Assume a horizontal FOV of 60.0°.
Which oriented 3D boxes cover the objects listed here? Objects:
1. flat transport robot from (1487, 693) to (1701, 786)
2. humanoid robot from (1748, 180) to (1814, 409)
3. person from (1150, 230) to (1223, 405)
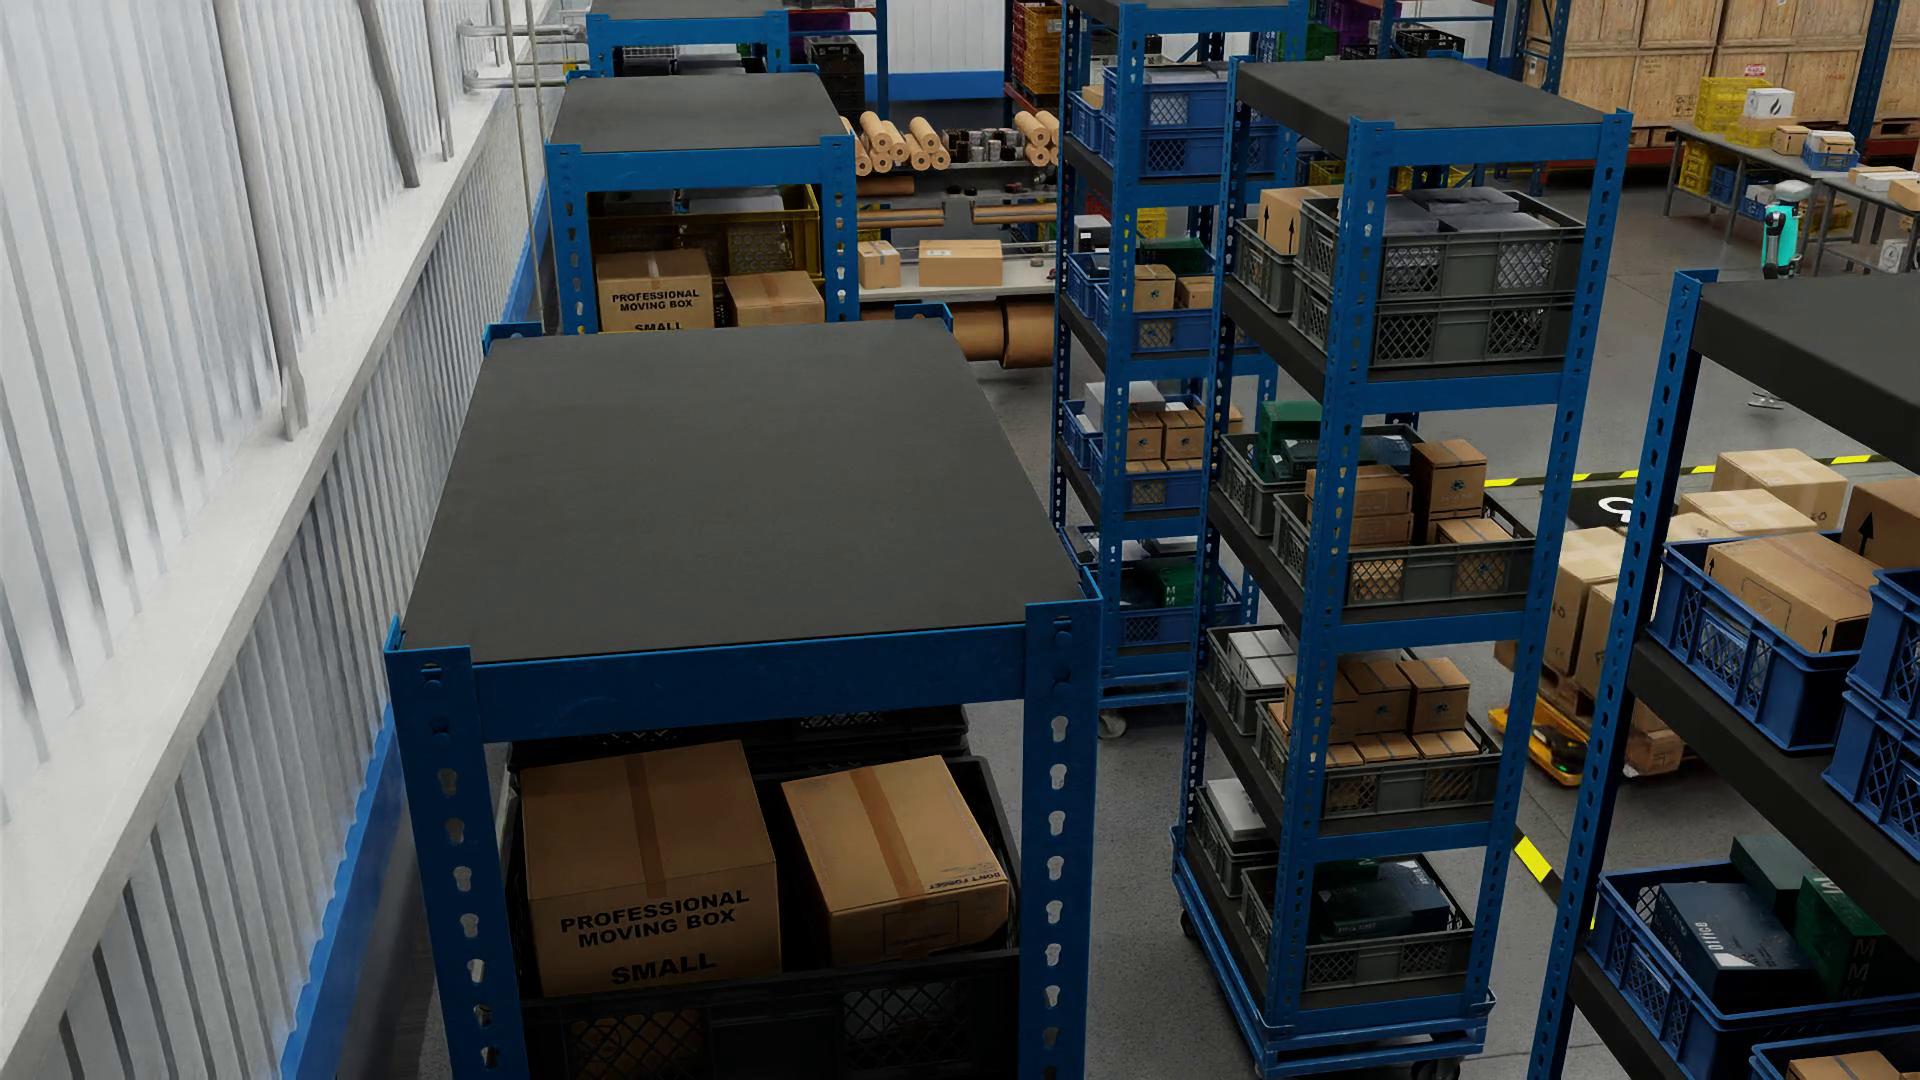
[{"bbox_3d":[3.459,0.879,8.355,1.431,0.197,0.652,-8,26,-16],"label":"flat transport robot"},{"bbox_3d":[6.196,-1.772,12.235,0.735,1.676,0.533,17,30,32],"label":"humanoid robot"},{"bbox_3d":[1.467,-1.111,10.819,0.595,1.850,0.398,-3,25,-6],"label":"person"}]
